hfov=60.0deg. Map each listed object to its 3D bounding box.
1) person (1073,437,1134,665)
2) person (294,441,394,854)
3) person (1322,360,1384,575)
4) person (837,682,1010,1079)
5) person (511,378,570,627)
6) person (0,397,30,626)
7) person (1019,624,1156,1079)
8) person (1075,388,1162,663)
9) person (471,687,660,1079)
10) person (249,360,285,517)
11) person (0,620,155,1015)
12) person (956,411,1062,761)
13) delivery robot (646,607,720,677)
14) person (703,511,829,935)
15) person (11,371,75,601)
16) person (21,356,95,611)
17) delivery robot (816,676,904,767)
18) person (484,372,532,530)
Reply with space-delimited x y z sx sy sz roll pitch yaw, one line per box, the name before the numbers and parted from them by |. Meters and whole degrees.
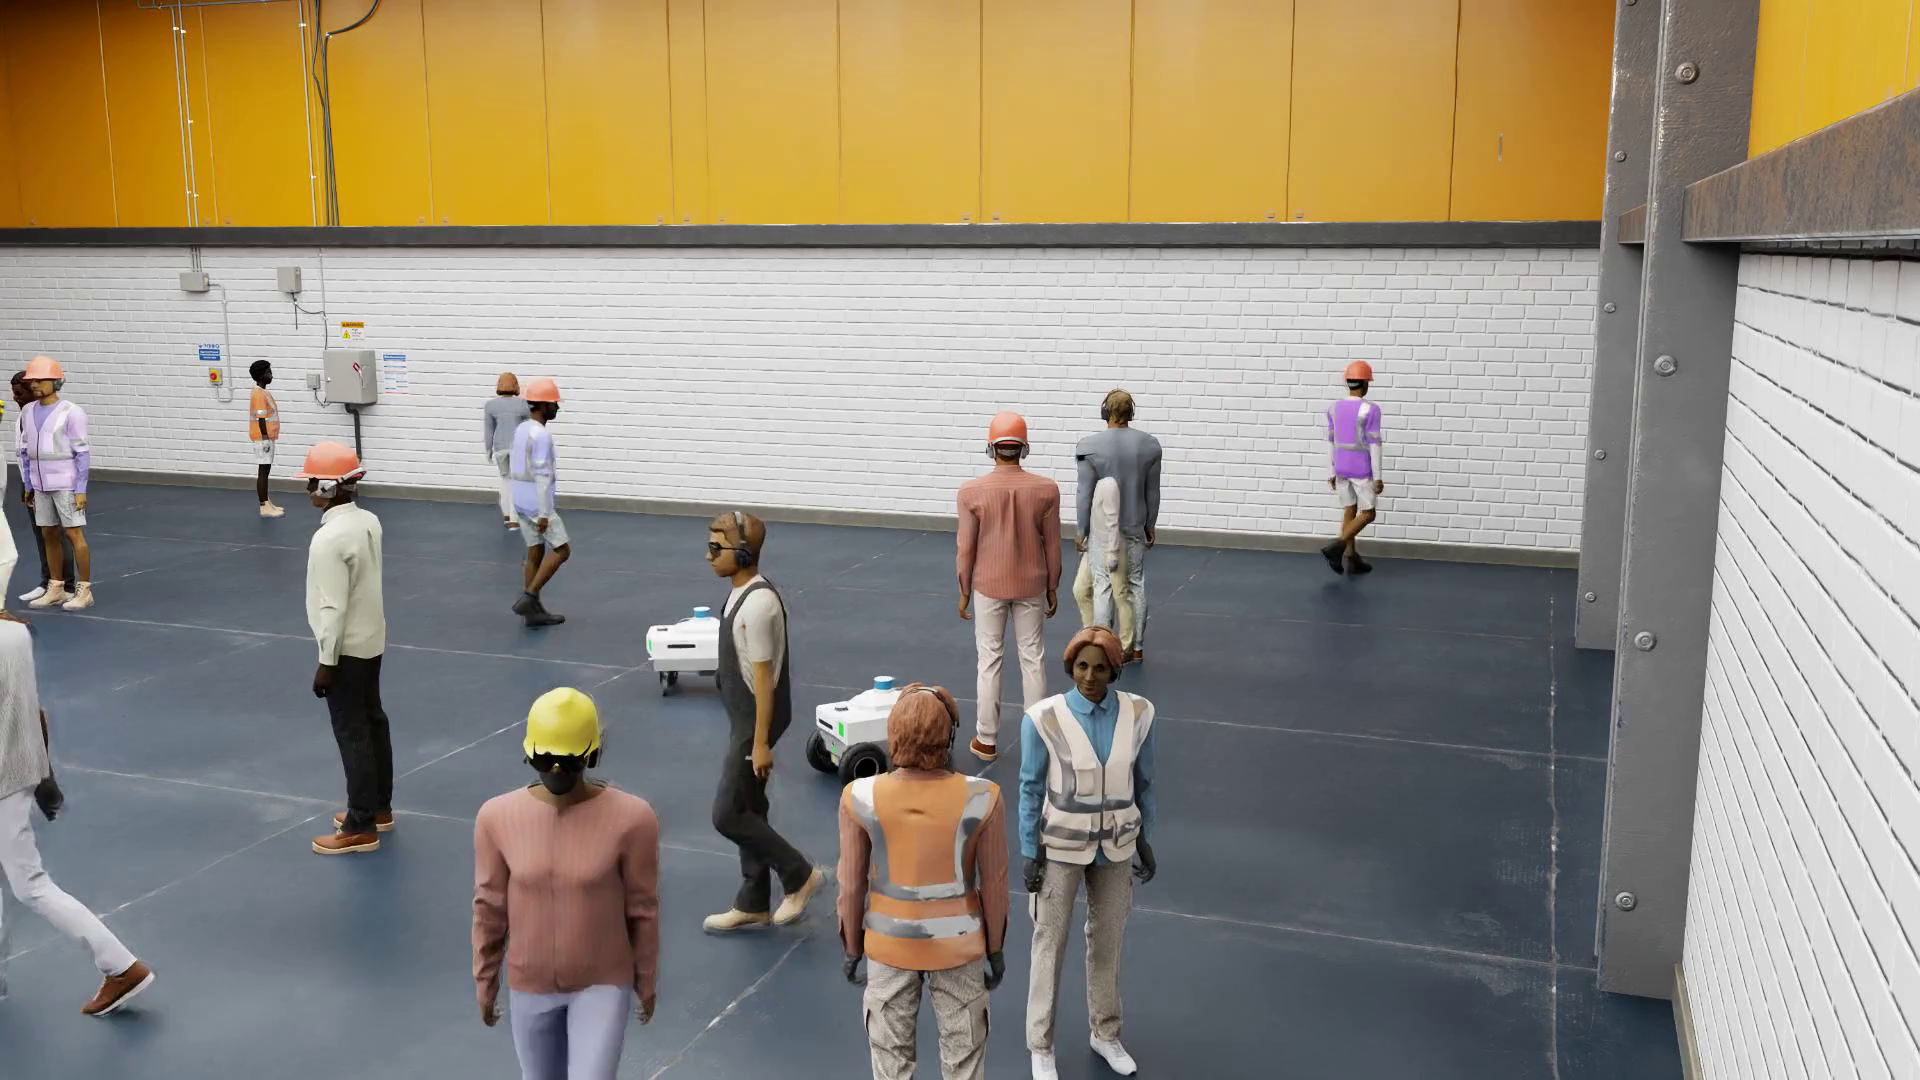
person | 0.991 0.078 11.584 0.390 1.607 0.504 -4 11 -22
person | -2.973 0.514 8.056 0.382 1.995 0.612 0 10 -1
person | 3.439 -0.616 14.617 0.652 1.923 0.568 -8 13 -36
person | -0.108 1.238 4.975 0.515 1.641 0.314 0 10 3
person | -3.192 -0.276 12.705 0.422 1.920 0.553 -7 12 -35
person | -7.438 -0.240 12.766 0.581 1.828 0.438 9 13 41
person | 0.446 1.092 5.811 0.515 1.636 0.315 -3 11 -18
person | 1.089 -0.085 11.588 0.630 1.940 0.372 -3 11 -17
person | -1.112 1.225 4.800 0.528 1.736 0.807 0 10 0
person | -7.502 -1.096 17.963 0.316 1.696 0.540 -4 11 -20
person | -3.545 0.923 6.245 0.887 1.830 0.512 -2 10 -12
person | 0.276 0.266 9.451 0.609 1.995 0.376 -2 10 -9
delivery robot | -1.689 0.683 10.892 0.707 0.478 0.477 -1 10 -5
person | -0.869 0.783 6.991 0.442 1.834 0.543 -2 10 -13
person | -7.497 -0.432 13.612 0.587 1.914 0.392 8 13 37
person | -7.256 -0.448 13.325 0.610 2.048 0.366 3 10 15
delivery robot | -0.418 0.993 9.145 0.707 0.478 0.477 -6 11 -29
person | -4.630 -0.930 17.266 0.515 1.615 0.641 1 10 5
